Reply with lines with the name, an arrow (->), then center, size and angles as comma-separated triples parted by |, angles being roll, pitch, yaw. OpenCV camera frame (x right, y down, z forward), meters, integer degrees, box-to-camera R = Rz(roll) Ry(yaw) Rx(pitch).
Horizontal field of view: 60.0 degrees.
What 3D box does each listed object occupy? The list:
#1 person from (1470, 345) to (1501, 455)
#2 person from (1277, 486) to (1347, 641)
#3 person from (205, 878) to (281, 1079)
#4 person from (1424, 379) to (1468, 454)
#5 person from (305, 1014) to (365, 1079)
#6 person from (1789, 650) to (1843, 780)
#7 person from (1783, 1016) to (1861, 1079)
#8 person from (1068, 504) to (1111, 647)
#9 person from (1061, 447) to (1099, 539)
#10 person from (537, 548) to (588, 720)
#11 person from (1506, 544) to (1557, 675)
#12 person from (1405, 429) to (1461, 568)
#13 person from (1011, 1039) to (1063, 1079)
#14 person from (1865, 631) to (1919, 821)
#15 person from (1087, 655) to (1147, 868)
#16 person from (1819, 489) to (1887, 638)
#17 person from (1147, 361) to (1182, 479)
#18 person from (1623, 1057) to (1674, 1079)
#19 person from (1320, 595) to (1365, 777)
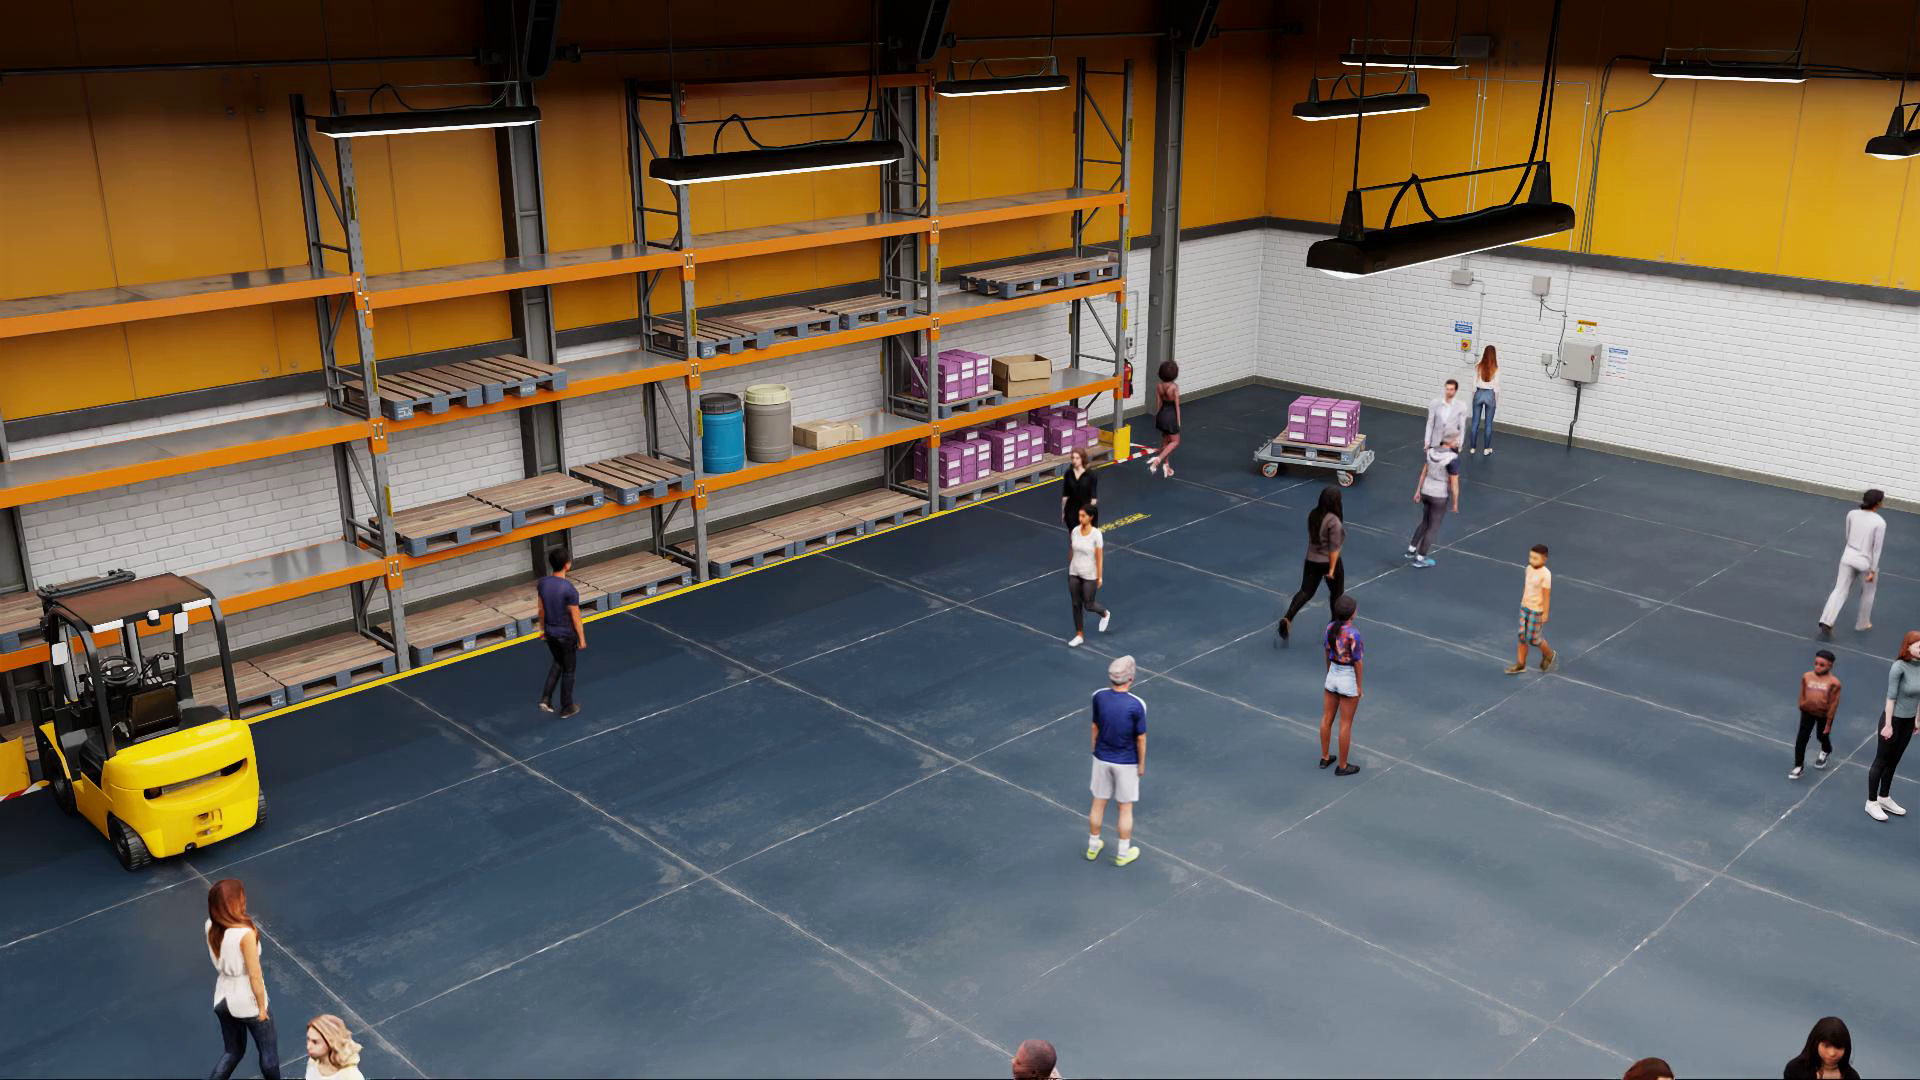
person -> 8.207, -2.201, 26.014 | 0.676, 1.733, 0.733 | 10, 21, 26
person -> 3.941, 0.310, 18.443 | 1.168, 1.805, 0.772 | -13, 23, -34
person -> -4.638, 2.979, 10.574 | 0.828, 1.769, 1.086 | 9, 20, 24
person -> 6.839, -1.382, 23.433 | 0.845, 1.828, 1.153 | 11, 21, 28
person -> -3.421, 3.393, 9.446 | 0.766, 1.704, 0.940 | 11, 21, 29
person -> 8.025, 1.604, 15.496 | 0.503, 1.234, 0.875 | 17, 25, 41
person -> 4.826, 3.422, 9.450 | 0.645, 1.647, 0.664 | 5, 19, 14
person -> 1.433, 0.373, 18.528 | 0.584, 1.633, 0.843 | 16, 24, 39
person -> 1.501, -0.345, 20.563 | 0.675, 1.693, 0.686 | 8, 20, 22
person -> -4.031, 0.971, 16.524 | 0.793, 1.778, 0.850 | 8, 20, 23
person -> 6.174, 0.735, 17.733 | 0.867, 1.453, 0.715 | -8, 20, -22
person -> 5.922, -0.517, 20.931 | 0.809, 1.786, 0.834 | -13, 23, -34
person -> 0.487, 3.495, 9.010 | 0.984, 1.790, 0.941 | 3, 19, 9
person -> 8.273, 1.616, 14.662 | 0.589, 1.743, 0.715 | -8, 20, -23
person -> 1.300, 1.832, 13.880 | 0.700, 1.834, 0.662 | 9, 21, 25
person -> 10.047, 0.268, 18.700 | 1.145, 1.721, 0.795 | -12, 22, -31
person -> 3.020, -1.734, 24.563 | 0.853, 1.772, 0.573 | -17, 25, -40
person -> 3.805, 3.525, 9.444 | 0.703, 1.456, 0.755 | 3, 19, 10
person -> 3.552, 1.335, 15.487 | 0.556, 1.750, 0.613 | -13, 23, -35
